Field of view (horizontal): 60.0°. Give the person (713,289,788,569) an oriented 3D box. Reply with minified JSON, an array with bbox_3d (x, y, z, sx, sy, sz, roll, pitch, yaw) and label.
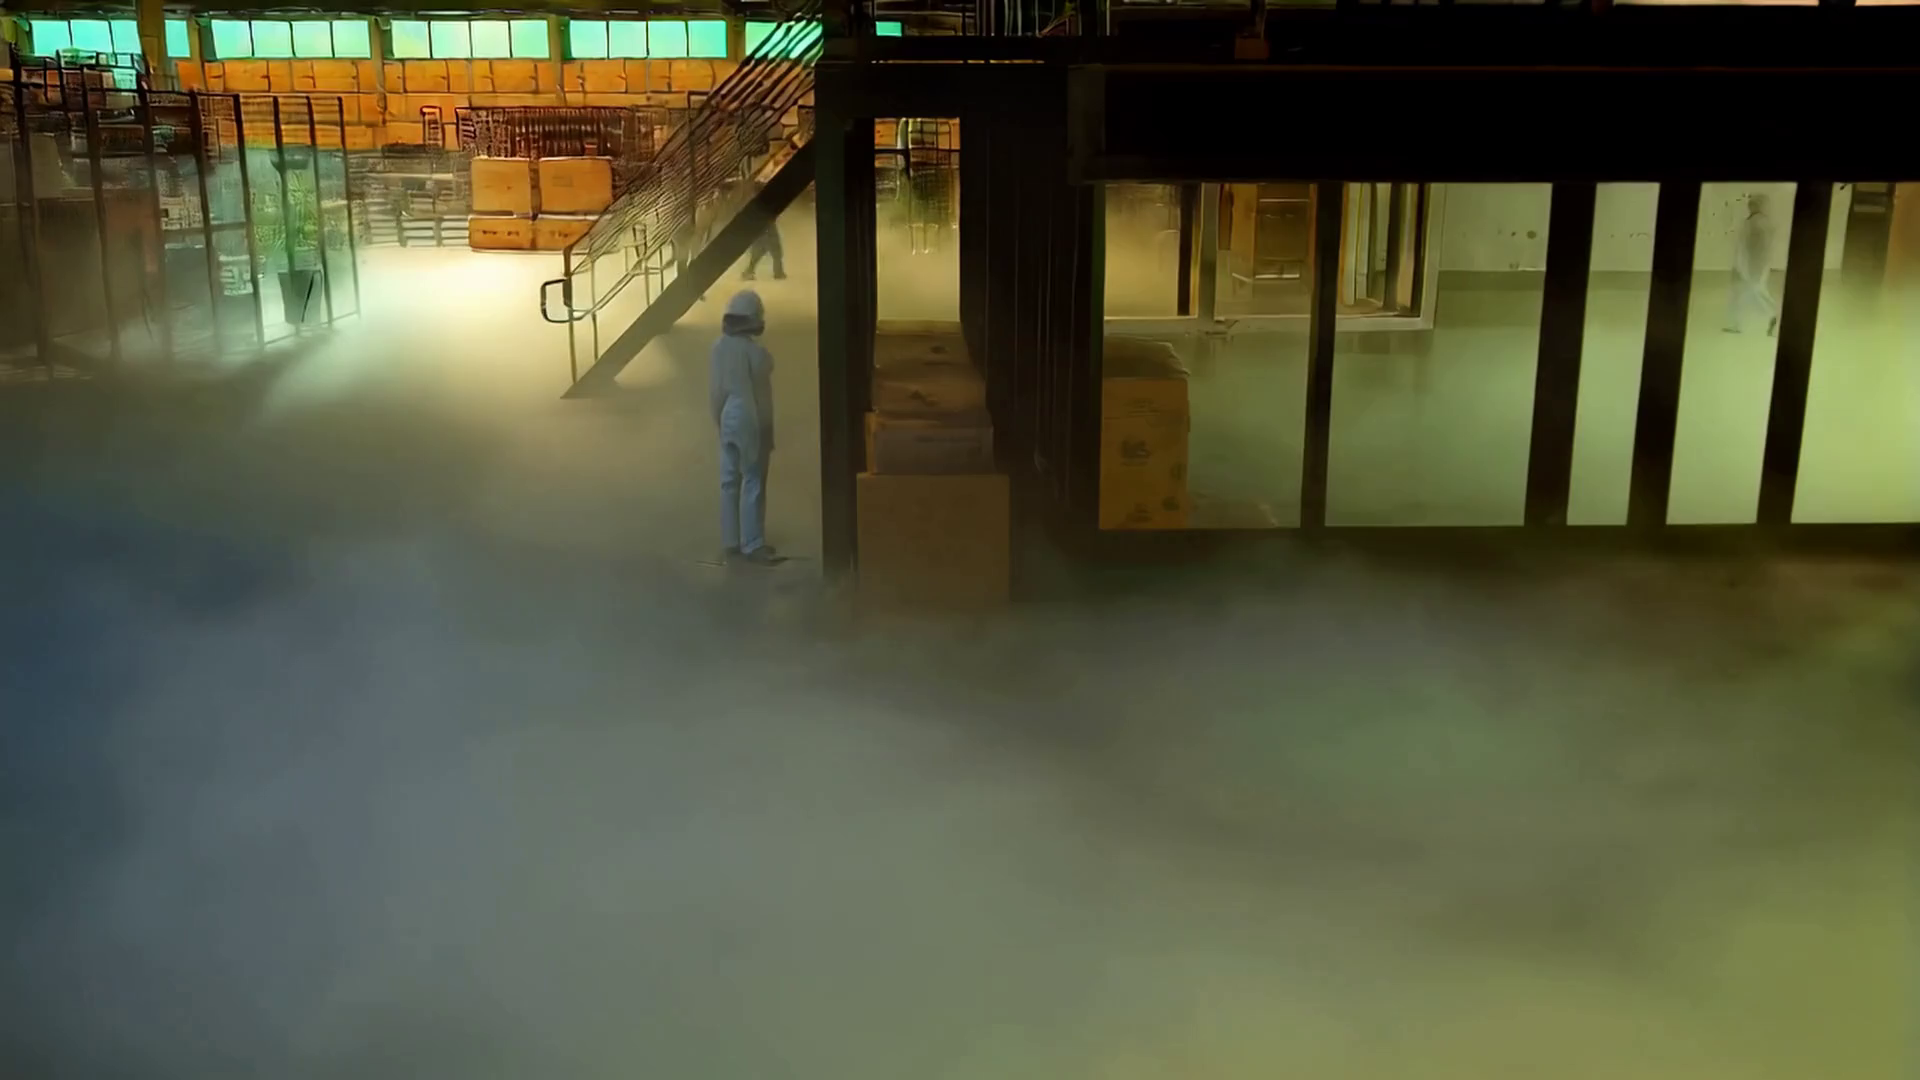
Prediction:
[{"bbox_3d":[-1.331,-0.693,10.407,0.487,1.744,0.312,13,19,41],"label":"person"}]

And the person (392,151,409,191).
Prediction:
[{"bbox_3d":[-22.960,-15.098,68.012,0.867,1.733,0.537,-3,14,-12],"label":"person"}]

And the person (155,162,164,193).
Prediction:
[{"bbox_3d":[-24.882,-10.917,51.554,0.536,1.594,0.569,-11,18,-38],"label":"person"}]

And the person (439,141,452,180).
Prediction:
[{"bbox_3d":[-25.044,-18.458,80.991,0.608,1.950,0.386,-9,17,-32],"label":"person"}]

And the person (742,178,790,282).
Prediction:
[{"bbox_3d":[-3.430,-5.432,29.214,0.866,1.818,0.518,-10,17,-35],"label":"person"}]

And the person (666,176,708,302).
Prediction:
[{"bbox_3d":[-4.259,-4.696,26.014,0.666,1.942,0.375,0,14,2],"label":"person"}]

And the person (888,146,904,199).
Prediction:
[{"bbox_3d":[-2.430,-13.779,62.213,0.622,2.002,1.026,-11,18,-37],"label":"person"}]

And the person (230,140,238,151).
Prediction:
[{"bbox_3d":[-34.137,-17.818,78.342,0.376,1.995,0.612,-6,15,-24],"label":"person"}]

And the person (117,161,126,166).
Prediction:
[{"bbox_3d":[-31.971,-14.073,63.493,0.362,1.938,0.545,-9,16,-31],"label":"person"}]

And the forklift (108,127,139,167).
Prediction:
[{"bbox_3d":[-36.215,-16.878,72.791,1.873,2.768,1.129,2,14,6],"label":"forklift"}]

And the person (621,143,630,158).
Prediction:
[{"bbox_3d":[-17.181,-19.401,85.069,0.766,1.796,0.618,0,14,-1],"label":"person"}]

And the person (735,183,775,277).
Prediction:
[{"bbox_3d":[-3.693,-5.670,30.381,0.833,1.708,0.548,-1,14,-4],"label":"person"}]

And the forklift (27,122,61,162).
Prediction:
[{"bbox_3d":[-35.376,-14.773,64.377,1.129,2.768,1.873,-1,14,-2],"label":"forklift"}]

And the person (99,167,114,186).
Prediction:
[{"bbox_3d":[-17.424,-6.687,34.070,0.828,1.897,0.596,1,14,3],"label":"person"}]

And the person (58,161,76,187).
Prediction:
[{"bbox_3d":[-23.640,-9.105,43.947,0.588,1.799,0.918,0,14,1],"label":"person"}]

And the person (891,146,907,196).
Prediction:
[{"bbox_3d":[-2.351,-14.295,64.489,0.668,1.881,0.731,-3,14,-12],"label":"person"}]
